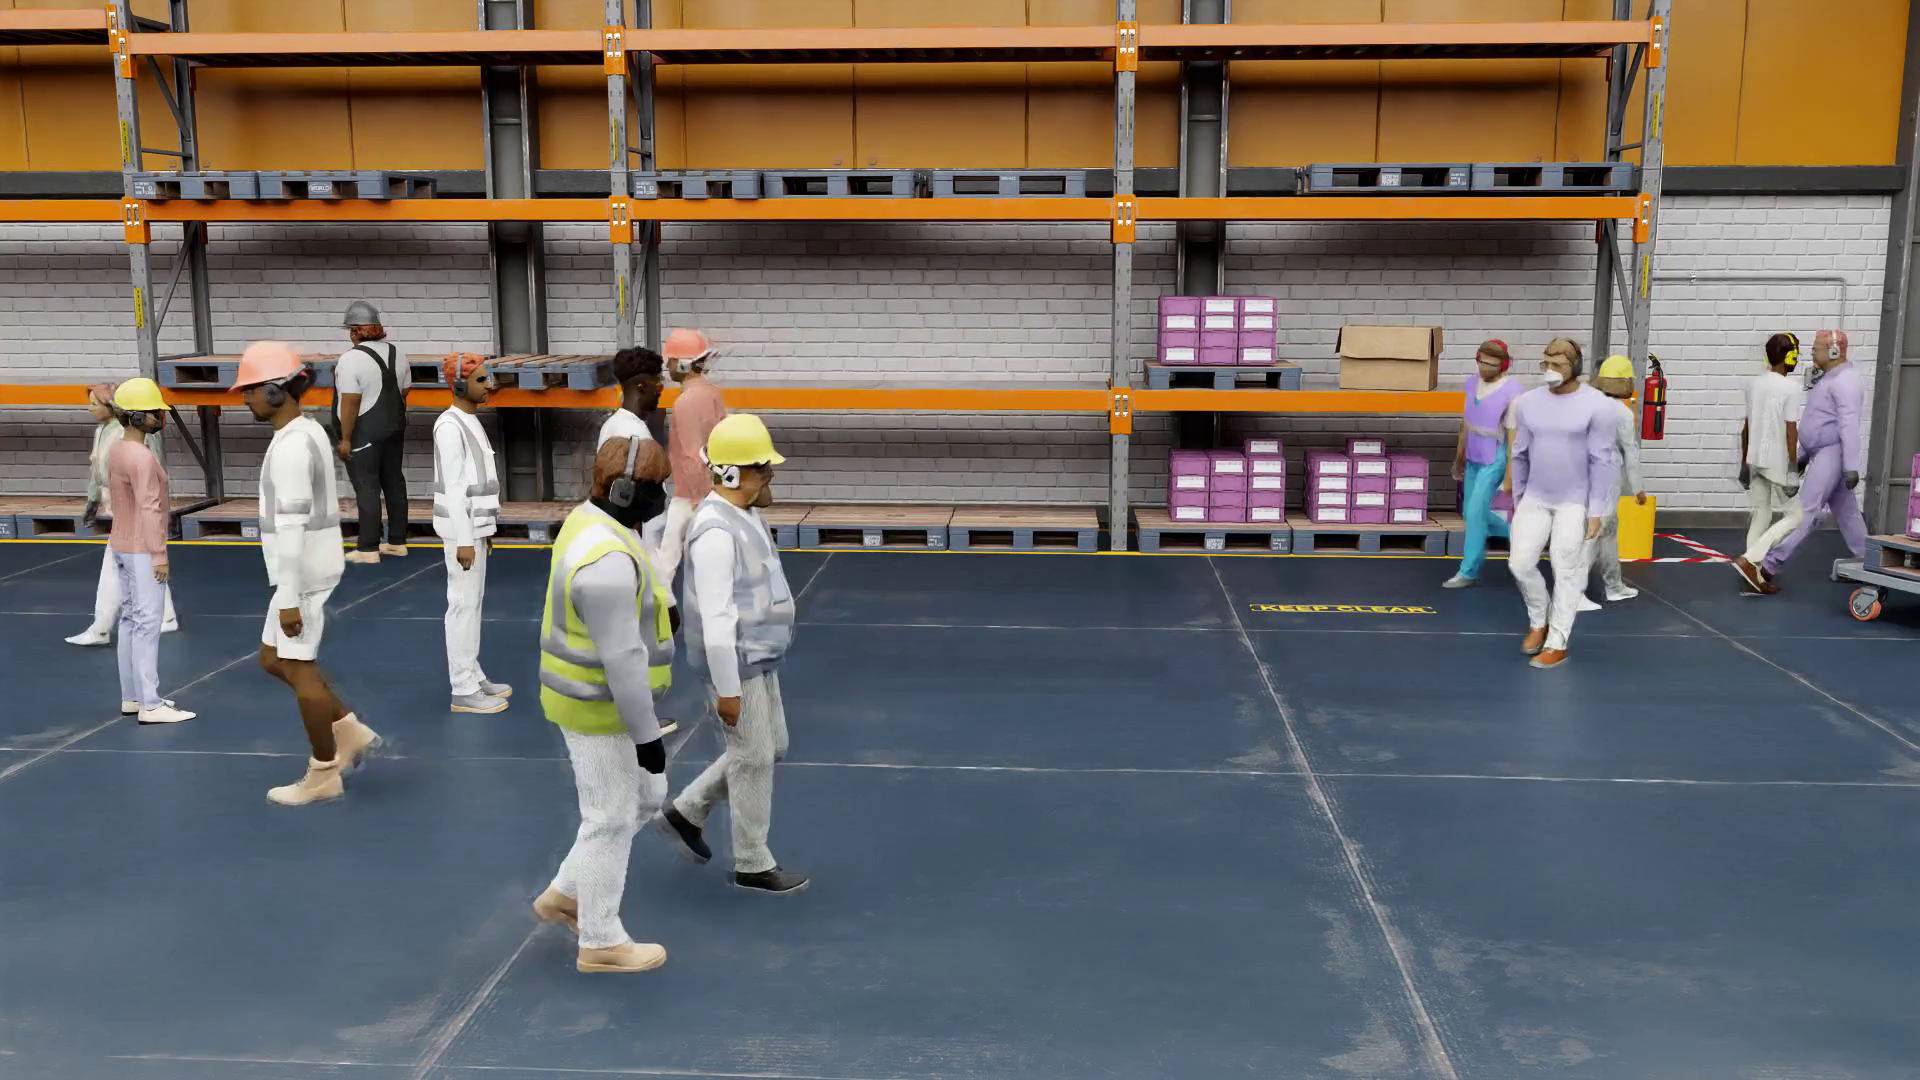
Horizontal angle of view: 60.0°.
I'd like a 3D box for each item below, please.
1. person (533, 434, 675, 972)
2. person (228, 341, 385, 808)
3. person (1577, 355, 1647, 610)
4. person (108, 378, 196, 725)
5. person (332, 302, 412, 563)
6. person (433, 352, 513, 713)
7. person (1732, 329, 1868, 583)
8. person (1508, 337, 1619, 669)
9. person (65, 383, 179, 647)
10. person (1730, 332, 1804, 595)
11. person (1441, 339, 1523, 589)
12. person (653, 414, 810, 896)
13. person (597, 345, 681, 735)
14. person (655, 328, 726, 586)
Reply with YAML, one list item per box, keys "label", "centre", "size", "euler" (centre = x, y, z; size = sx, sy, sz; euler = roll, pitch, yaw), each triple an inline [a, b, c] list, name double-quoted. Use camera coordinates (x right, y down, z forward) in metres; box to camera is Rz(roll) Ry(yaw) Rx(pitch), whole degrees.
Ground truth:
- label: "person"
  centre: [-1.144, 0.557, 5.443]
  size: [0.437, 1.817, 0.660]
  euler: [-2, 10, -12]
- label: "person"
  centre: [-2.867, 0.158, 7.169]
  size: [0.445, 2.021, 0.637]
  euler: [-3, 10, -15]
- label: "person"
  centre: [4.425, -0.377, 11.210]
  size: [0.796, 1.714, 0.499]
  euler: [-2, 10, -13]
- label: "person"
  centre: [-4.164, 0.055, 8.525]
  size: [0.327, 1.767, 0.533]
  euler: [-8, 13, -41]
- label: "person"
  centre: [-4.640, -0.847, 12.997]
  size: [0.536, 2.000, 0.676]
  euler: [4, 11, 23]
- label: "person"
  centre: [-2.575, -0.041, 8.742]
  size: [0.353, 1.883, 0.573]
  euler: [-1, 10, -8]
- label: "person"
  centre: [6.220, -0.596, 12.066]
  size: [0.995, 1.851, 0.654]
  euler: [4, 10, 21]
- label: "person"
  centre: [3.442, -0.205, 9.603]
  size: [0.427, 1.926, 0.628]
  euler: [-9, 13, -44]
- label: "person"
  centre: [-5.207, -0.151, 10.179]
  size: [0.777, 1.606, 0.528]
  euler: [-9, 13, -41]
- label: "person"
  centre: [5.645, -0.510, 11.585]
  size: [0.439, 1.846, 0.547]
  euler: [-3, 10, -16]
- label: "person"
  centre: [3.832, -0.536, 11.869]
  size: [0.708, 1.801, 0.642]
  euler: [-2, 10, -14]
- label: "person"
  centre: [-0.855, 0.432, 6.163]
  size: [0.520, 1.812, 0.608]
  euler: [1, 10, 3]
- label: "person"
  centre: [-1.596, 0.025, 8.173]
  size: [0.417, 1.943, 0.651]
  euler: [-3, 10, -18]
- label: "person"
  centre: [-1.670, -0.310, 10.136]
  size: [1.029, 1.936, 0.620]
  euler: [3, 10, 17]
